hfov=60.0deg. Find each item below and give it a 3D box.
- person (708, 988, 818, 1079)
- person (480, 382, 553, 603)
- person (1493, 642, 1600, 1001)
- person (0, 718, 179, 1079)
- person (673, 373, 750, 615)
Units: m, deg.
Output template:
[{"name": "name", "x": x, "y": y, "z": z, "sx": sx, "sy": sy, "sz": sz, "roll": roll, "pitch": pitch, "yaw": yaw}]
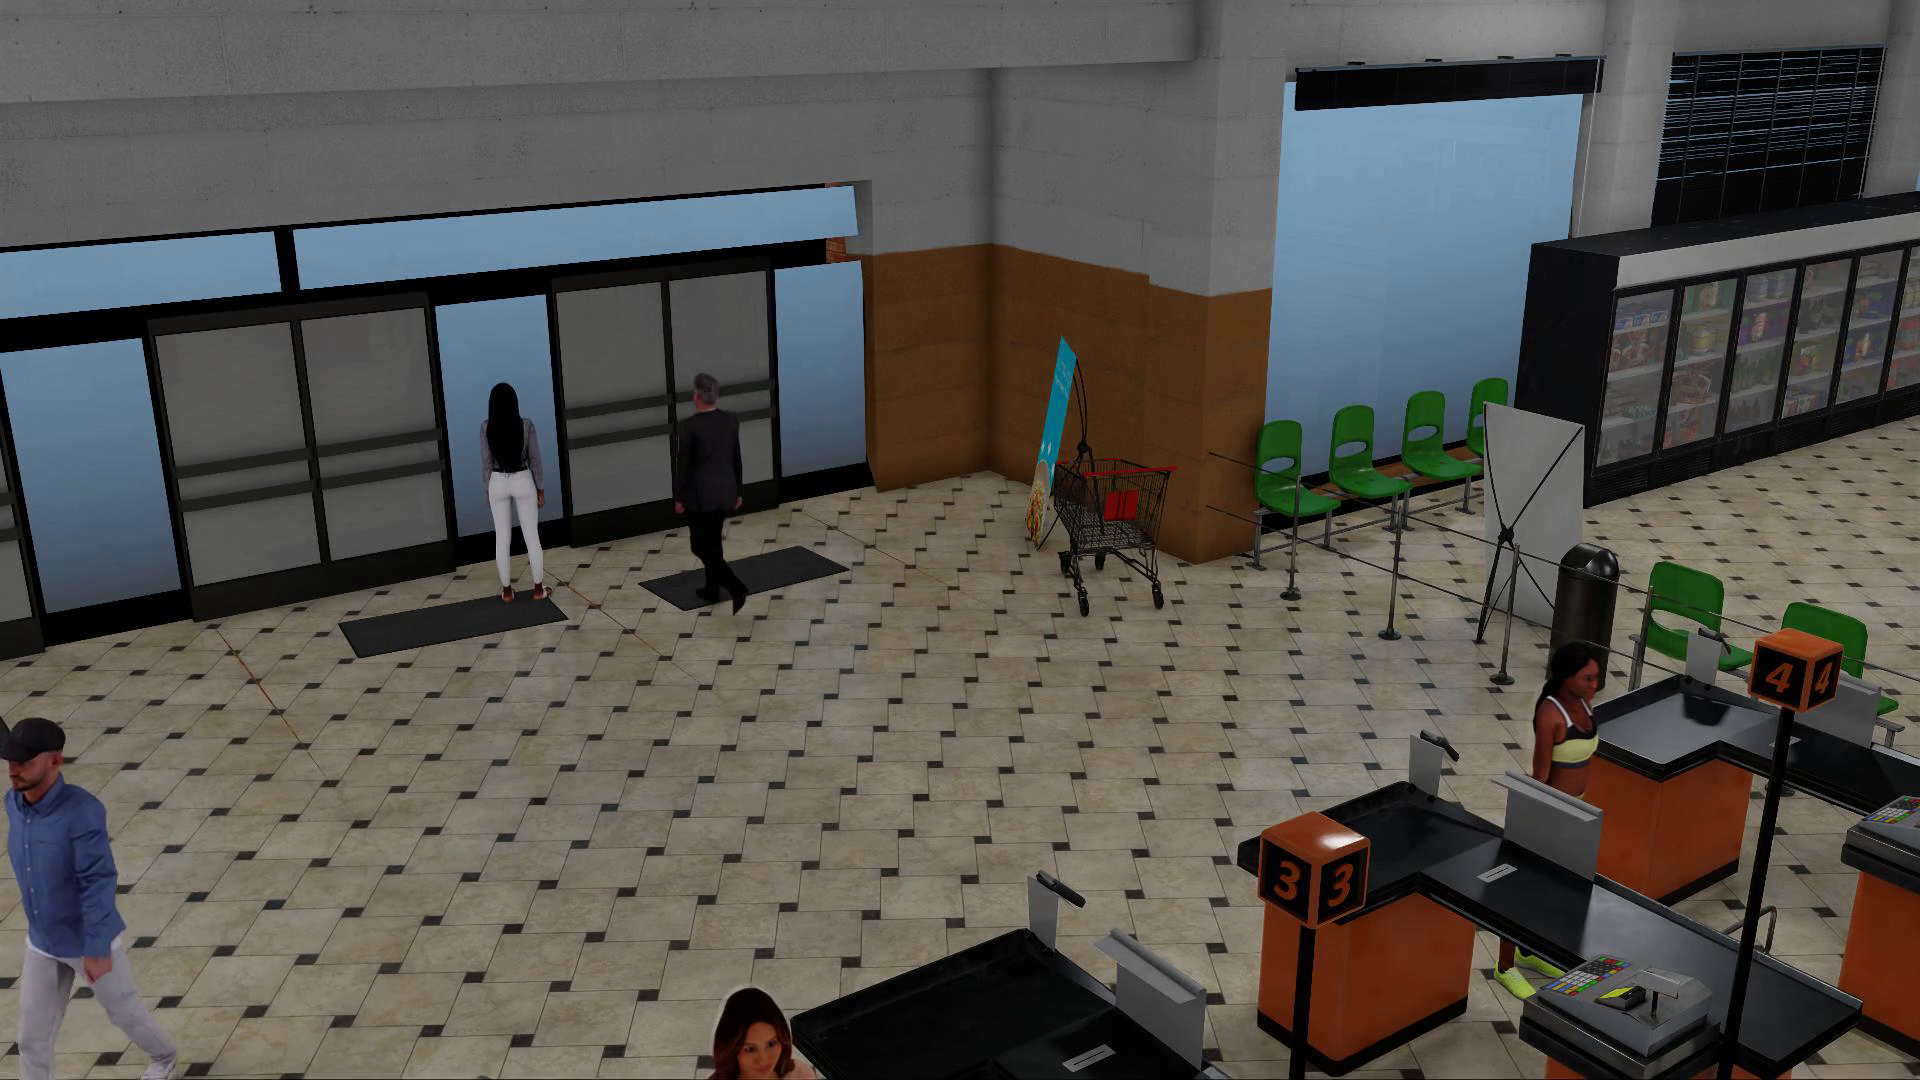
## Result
[{"name": "person", "x": -0.615, "y": 2.156, "z": 5.143, "sx": 0.607, "sy": 1.791, "sz": 0.531, "roll": -11, "pitch": 21, "yaw": -29}, {"name": "person", "x": -3.424, "y": -0.366, "z": 12.730, "sx": 0.669, "sy": 1.724, "sz": 0.661, "roll": -2, "pitch": 19, "yaw": -6}, {"name": "person", "x": 2.754, "y": 1.287, "z": 7.782, "sx": 0.583, "sy": 1.753, "sz": 0.525, "roll": -15, "pitch": 24, "yaw": -38}, {"name": "person", "x": -3.552, "y": 1.577, "z": 6.786, "sx": 1.192, "sy": 1.840, "sz": 1.170, "roll": 6, "pitch": 20, "yaw": 17}, {"name": "person", "x": -1.837, "y": -0.320, "z": 12.439, "sx": 1.125, "sy": 1.822, "sz": 0.853, "roll": 17, "pitch": 25, "yaw": 41}]
